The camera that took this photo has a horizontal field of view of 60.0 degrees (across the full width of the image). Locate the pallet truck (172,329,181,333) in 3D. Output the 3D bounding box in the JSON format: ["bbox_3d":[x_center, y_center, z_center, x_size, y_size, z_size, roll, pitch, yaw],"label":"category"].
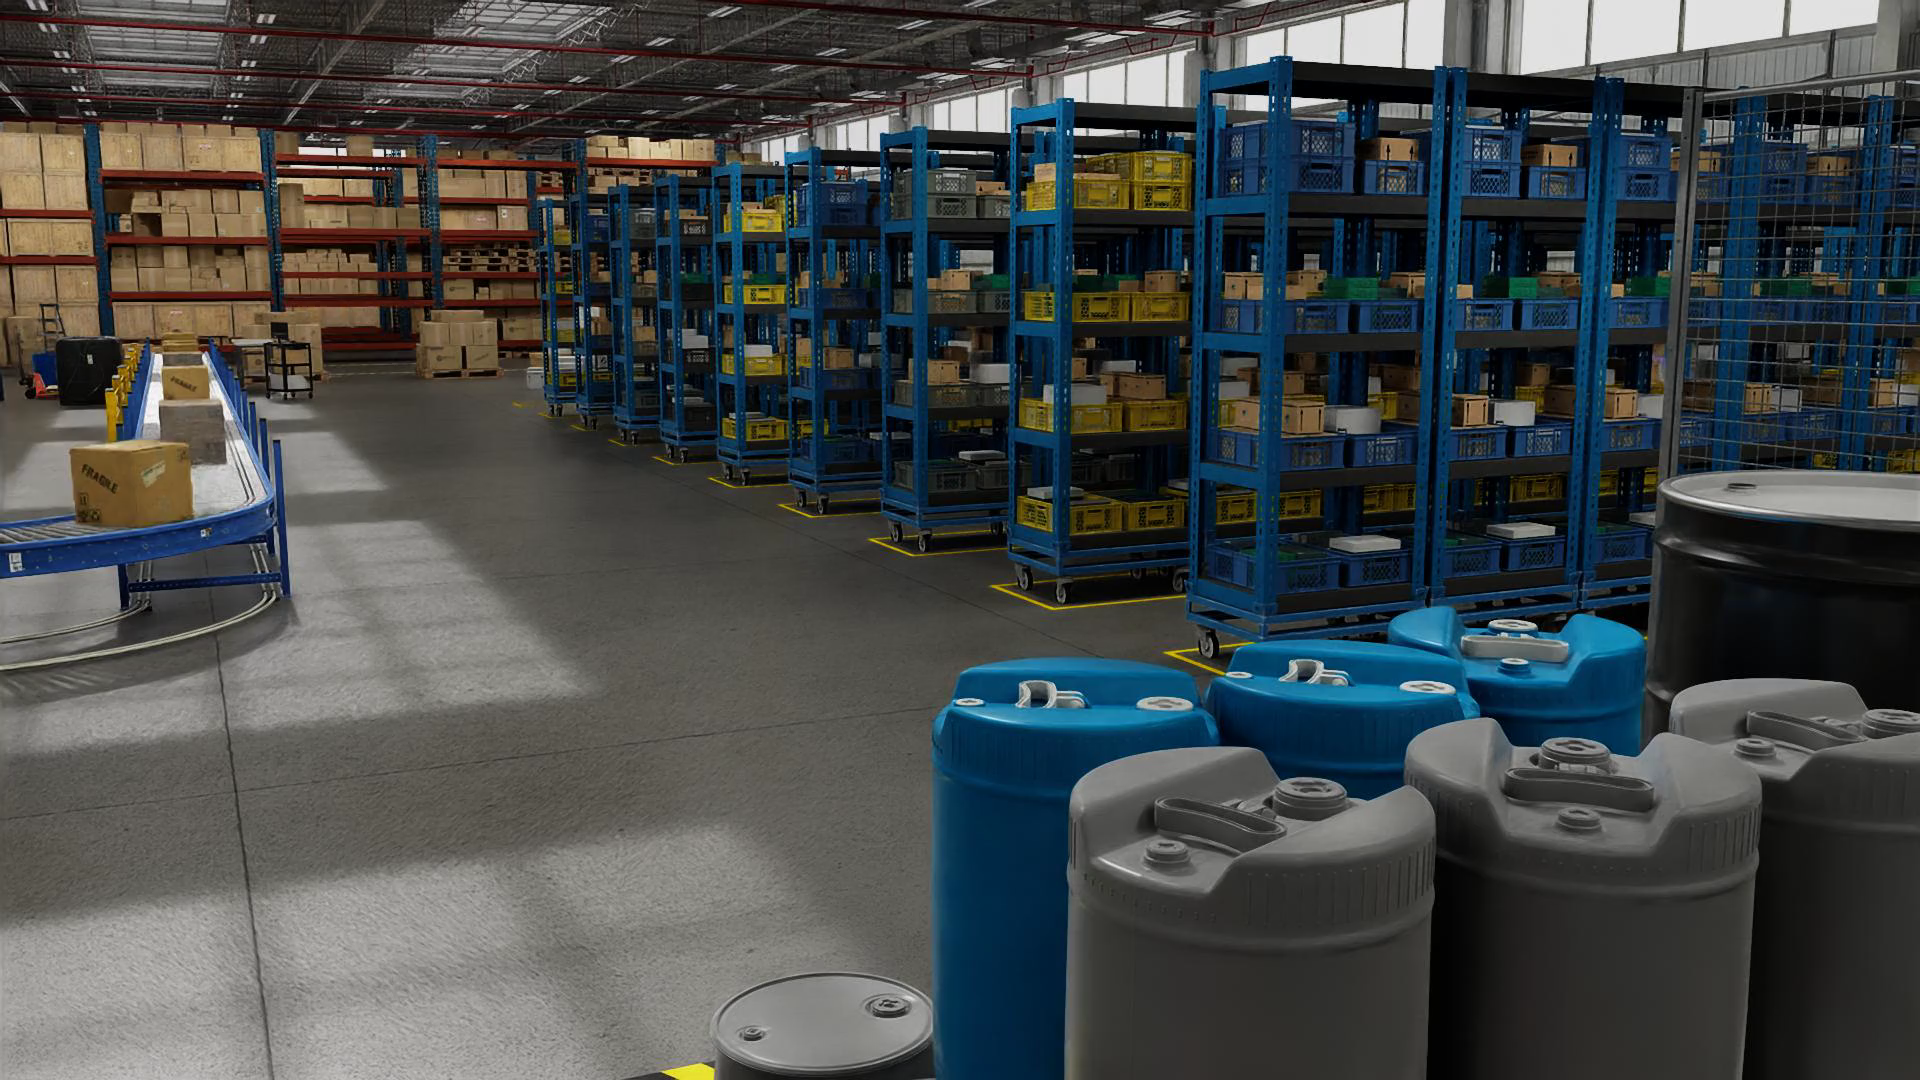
[{"bbox_3d":[-17.275,-3.851,35.096,1.601,1.201,0.680,0,9,1],"label":"pallet truck"}]

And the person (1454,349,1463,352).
[{"bbox_3d":[6.360,-2.000,21.731,0.404,1.834,0.591,-5,10,-28],"label":"person"}]

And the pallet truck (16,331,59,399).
[{"bbox_3d":[-17.082,-3.353,31.781,1.630,1.274,0.653,-4,10,-25],"label":"pallet truck"}]

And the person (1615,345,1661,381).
[{"bbox_3d":[7.048,-1.302,17.509,0.600,1.792,0.858,0,9,-1],"label":"person"}]

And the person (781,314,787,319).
[{"bbox_3d":[-3.219,-3.760,32.236,0.622,1.968,0.802,-6,11,-34],"label":"person"}]

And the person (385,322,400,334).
[{"bbox_3d":[-20.834,-8.213,60.705,0.869,1.699,0.496,-5,11,-29],"label":"person"}]
